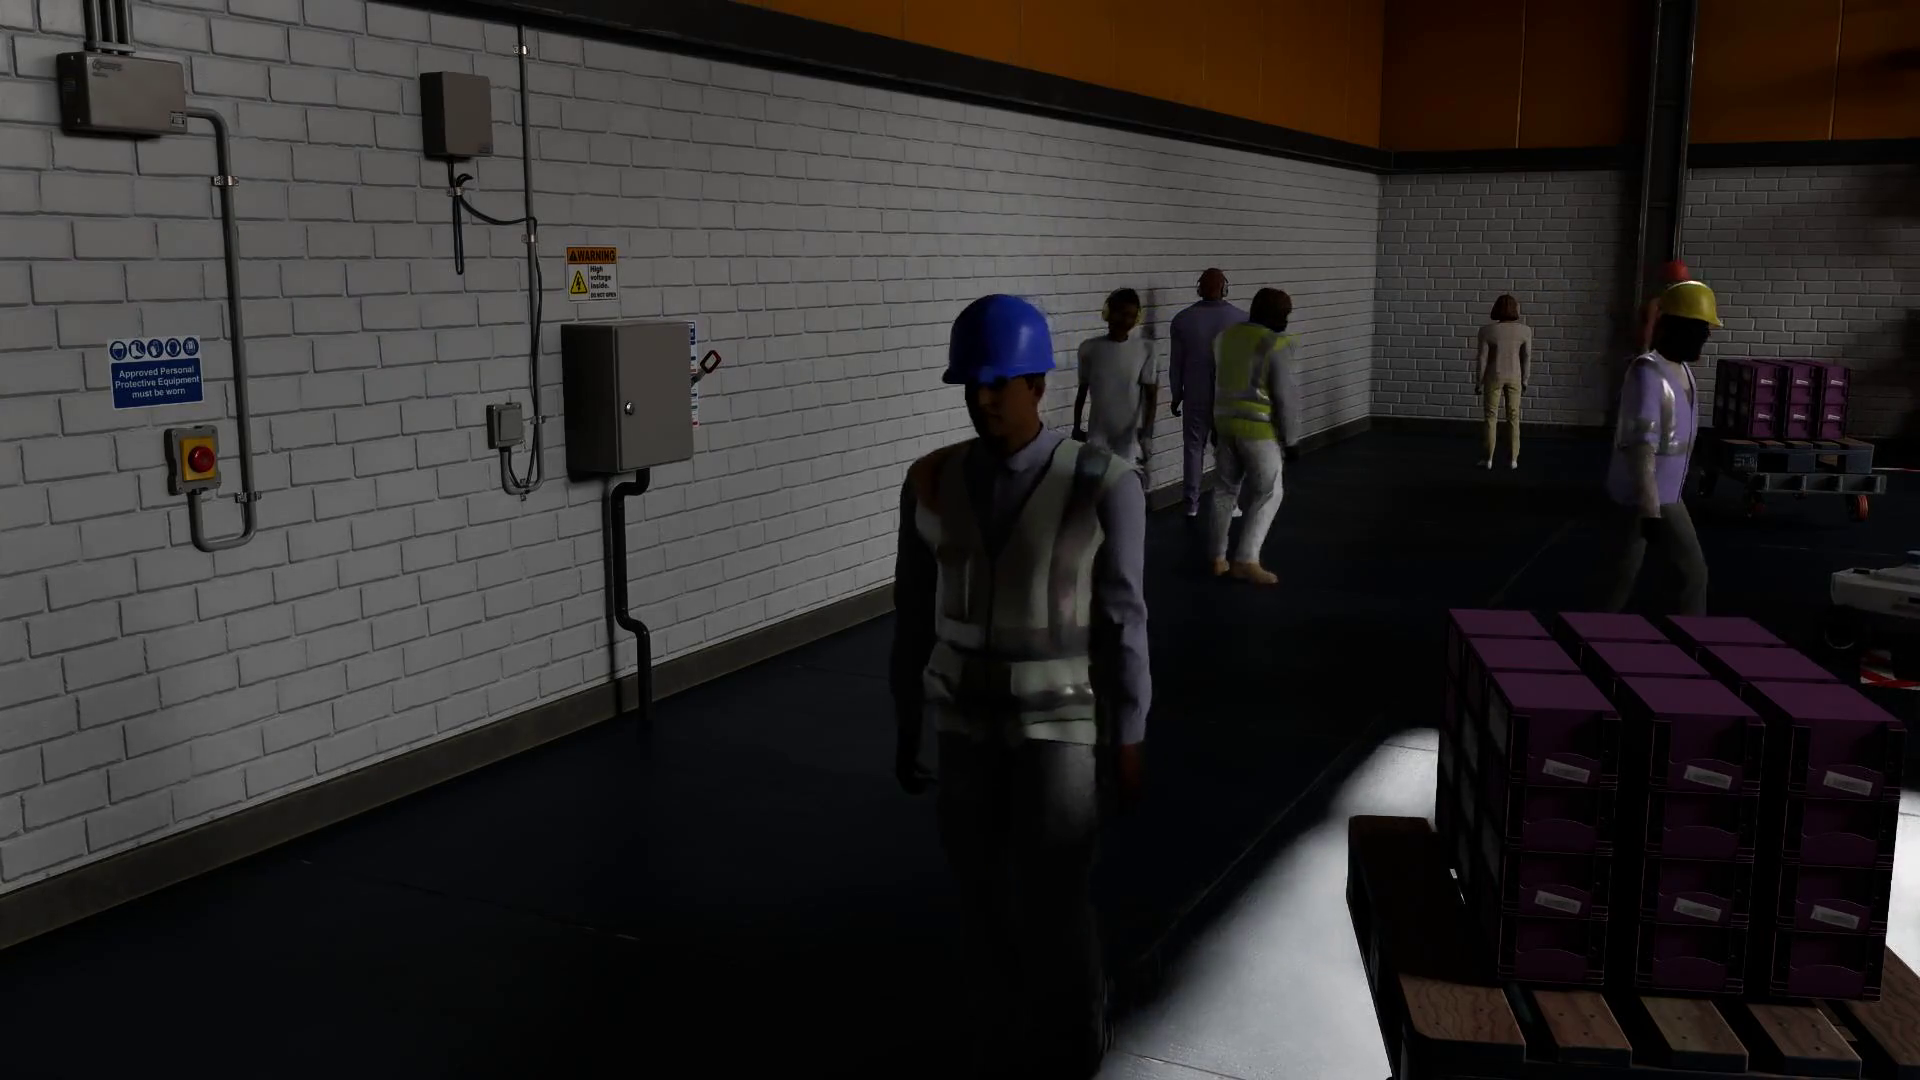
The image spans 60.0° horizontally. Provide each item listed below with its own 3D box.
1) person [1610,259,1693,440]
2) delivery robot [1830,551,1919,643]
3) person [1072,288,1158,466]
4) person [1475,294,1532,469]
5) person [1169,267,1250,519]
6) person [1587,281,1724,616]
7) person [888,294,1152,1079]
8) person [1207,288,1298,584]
[{"bbox_3d":[6.442,-1.618,15.457,0.629,1.969,0.813,-7,12,-35],"label":"person"},{"bbox_3d":[4.698,0.297,8.182,0.477,0.478,0.707,-8,13,-39],"label":"delivery robot"},{"bbox_3d":[0.939,-0.614,10.123,0.503,1.807,0.954,0,10,-1],"label":"person"},{"bbox_3d":[5.088,-1.480,15.615,0.500,1.636,0.280,1,10,4],"label":"person"},{"bbox_3d":[1.917,-1.108,12.669,0.638,1.913,0.408,2,10,12],"label":"person"},{"bbox_3d":[3.218,-0.199,7.460,0.865,1.883,0.626,9,13,41],"label":"person"},{"bbox_3d":[0.125,0.412,3.801,0.634,1.931,0.469,5,11,26],"label":"person"},{"bbox_3d":[1.794,-0.645,10.293,0.434,1.814,0.684,-7,12,-34],"label":"person"}]
